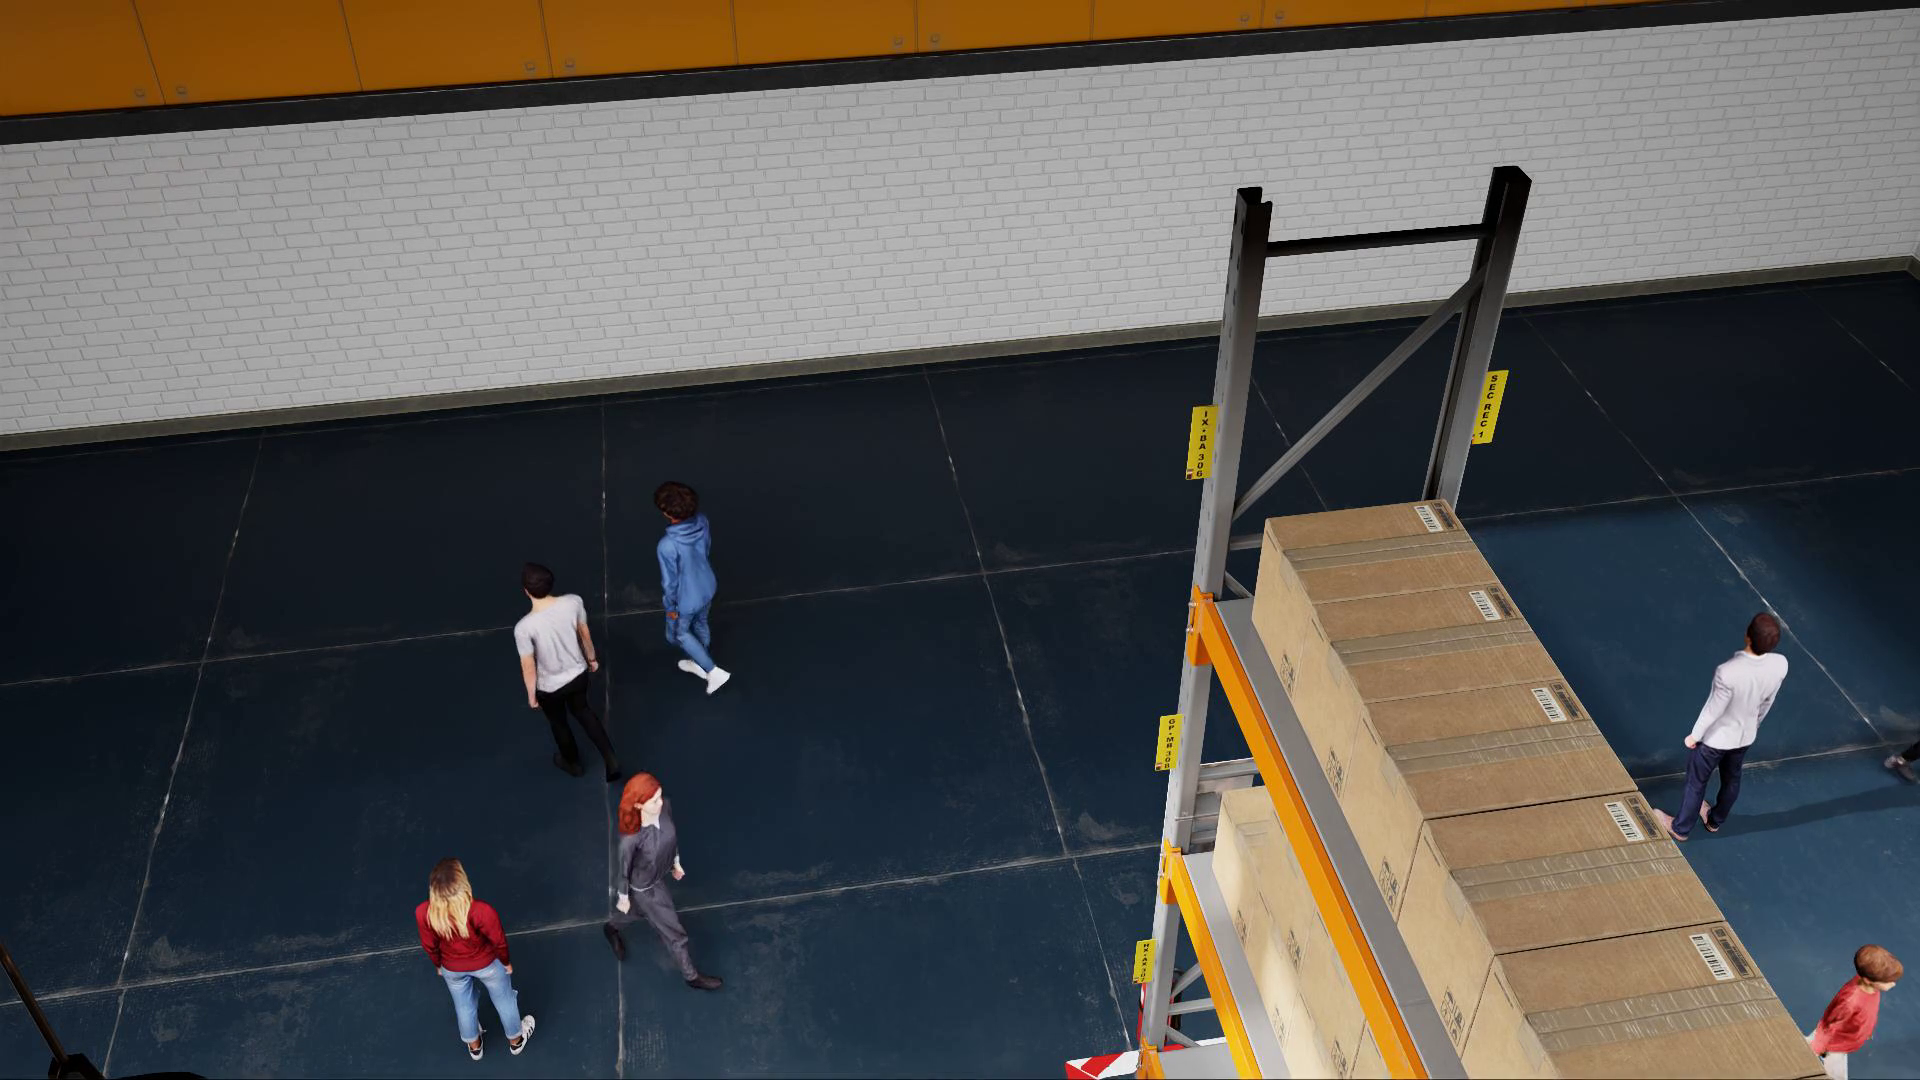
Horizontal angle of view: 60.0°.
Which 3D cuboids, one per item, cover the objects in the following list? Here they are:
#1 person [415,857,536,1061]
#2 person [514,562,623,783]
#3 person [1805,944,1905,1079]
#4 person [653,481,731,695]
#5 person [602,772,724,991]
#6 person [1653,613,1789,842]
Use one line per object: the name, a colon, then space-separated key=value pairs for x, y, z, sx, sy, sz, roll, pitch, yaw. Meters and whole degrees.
person: x=-2.764 y=2.374 z=9.417 sx=0.619 sy=1.635 sz=0.548 roll=-3 pitch=39 yaw=-4
person: x=-2.594 y=0.964 z=11.014 sx=0.980 sy=1.845 sz=1.085 roll=-30 pitch=47 yaw=-32
person: x=4.805 y=2.695 z=9.219 sx=0.856 sy=1.381 sz=0.998 roll=-31 pitch=48 yaw=-33
person: x=-1.857 y=0.366 z=11.803 sx=0.986 sy=1.795 sz=0.928 roll=22 pitch=44 yaw=26
person: x=-1.904 y=1.991 z=9.815 sx=1.006 sy=1.737 sz=1.100 roll=18 pitch=42 yaw=21
person: x=4.931 y=1.218 z=10.691 sx=0.684 sy=1.852 sz=0.594 roll=-9 pitch=40 yaw=-12
